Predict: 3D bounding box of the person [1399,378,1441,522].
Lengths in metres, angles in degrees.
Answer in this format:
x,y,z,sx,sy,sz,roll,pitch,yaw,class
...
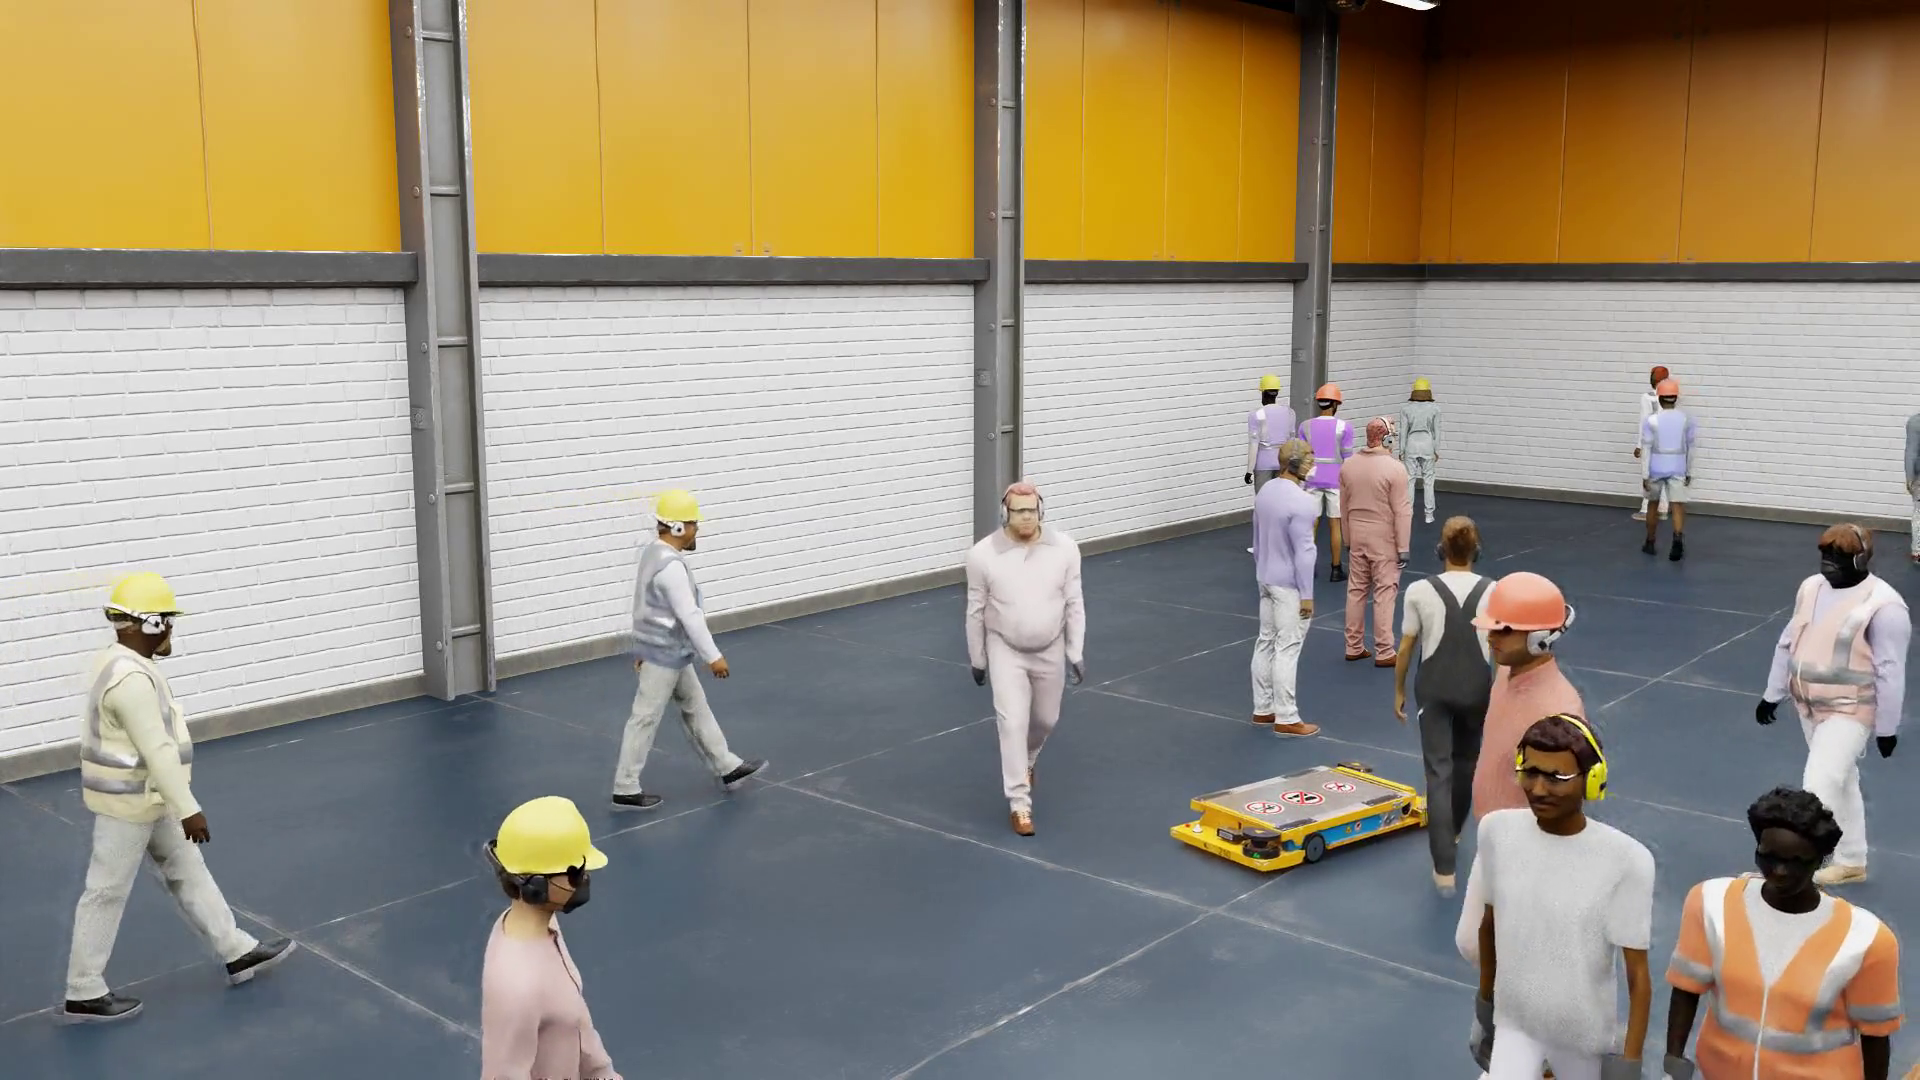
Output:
x,y,z,sx,sy,sz,roll,pitch,yaw,class
5.540,-1.078,20.074,0.488,1.738,0.323,2,9,13,person

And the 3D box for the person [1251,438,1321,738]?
x,y,z,sx,sy,sz,roll,pitch,yaw,class
2.108,0.305,10.773,0.369,1.936,0.630,-3,9,-17,person

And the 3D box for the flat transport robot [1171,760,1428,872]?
x,y,z,sx,sy,sz,roll,pitch,yaw,class
1.864,1.443,8.837,1.431,0.197,0.652,-7,11,-36,flat transport robot

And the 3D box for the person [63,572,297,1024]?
x,y,z,sx,sy,sz,roll,pitch,yaw,class
-3.205,1.026,6.720,0.939,1.771,0.611,-4,10,-22,person

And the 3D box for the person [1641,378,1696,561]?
x,y,z,sx,sy,sz,roll,pitch,yaw,class
7.410,-0.737,17.425,0.548,1.909,0.865,2,9,13,person

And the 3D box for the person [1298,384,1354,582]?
x,y,z,sx,sy,sz,roll,pitch,yaw,class
3.558,-0.552,16.181,0.543,1.928,0.374,4,10,25,person

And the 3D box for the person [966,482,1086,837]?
x,y,z,sx,sy,sz,roll,pitch,yaw,class
0.350,0.596,9.147,0.638,1.880,0.883,-2,9,-10,person

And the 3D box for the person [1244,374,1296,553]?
x,y,z,sx,sy,sz,roll,pitch,yaw,class
3.293,-0.803,17.757,0.592,1.925,0.385,-4,10,-24,person

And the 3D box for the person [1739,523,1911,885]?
x,y,z,sx,sy,sz,roll,pitch,yaw,class
4.077,0.820,7.963,0.893,1.808,0.629,-1,9,-8,person

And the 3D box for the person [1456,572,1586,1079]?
x,y,z,sx,sy,sz,roll,pitch,yaw,class
1.994,1.077,5.769,0.559,1.980,0.621,0,9,1,person

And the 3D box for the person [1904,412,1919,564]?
x,y,z,sx,sy,sz,roll,pitch,yaw,class
9.919,-0.653,16.881,0.633,1.911,0.820,3,10,19,person

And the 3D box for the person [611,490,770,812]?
x,y,z,sx,sy,sz,roll,pitch,yaw,class
-1.535,0.614,9.299,0.954,1.777,0.587,-2,9,-14,person

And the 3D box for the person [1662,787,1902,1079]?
x,y,z,sx,sy,sz,roll,pitch,yaw,class
2.078,1.465,4.319,0.538,1.666,0.762,9,13,44,person

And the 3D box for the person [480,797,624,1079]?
x,y,z,sx,sy,sz,roll,pitch,yaw,class
-0.953,1.467,4.131,0.919,1.721,0.537,-2,9,-14,person

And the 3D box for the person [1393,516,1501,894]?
x,y,z,sx,sy,sz,roll,pitch,yaw,class
2.439,0.769,8.283,0.538,1.794,0.947,2,9,10,person

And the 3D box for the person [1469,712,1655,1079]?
x,y,z,sx,sy,sz,roll,pitch,yaw,class
1.622,1.356,4.546,0.542,1.819,0.973,8,12,40,person

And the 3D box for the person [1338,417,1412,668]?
x,y,z,sx,sy,sz,roll,pitch,yaw,class
3.189,0.014,12.689,0.410,1.909,0.643,-6,11,-35,person

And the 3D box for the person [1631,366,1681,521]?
x,y,z,sx,sy,sz,roll,pitch,yaw,class
8.443,-1.168,20.183,0.586,1.882,0.342,-3,10,-21,person
